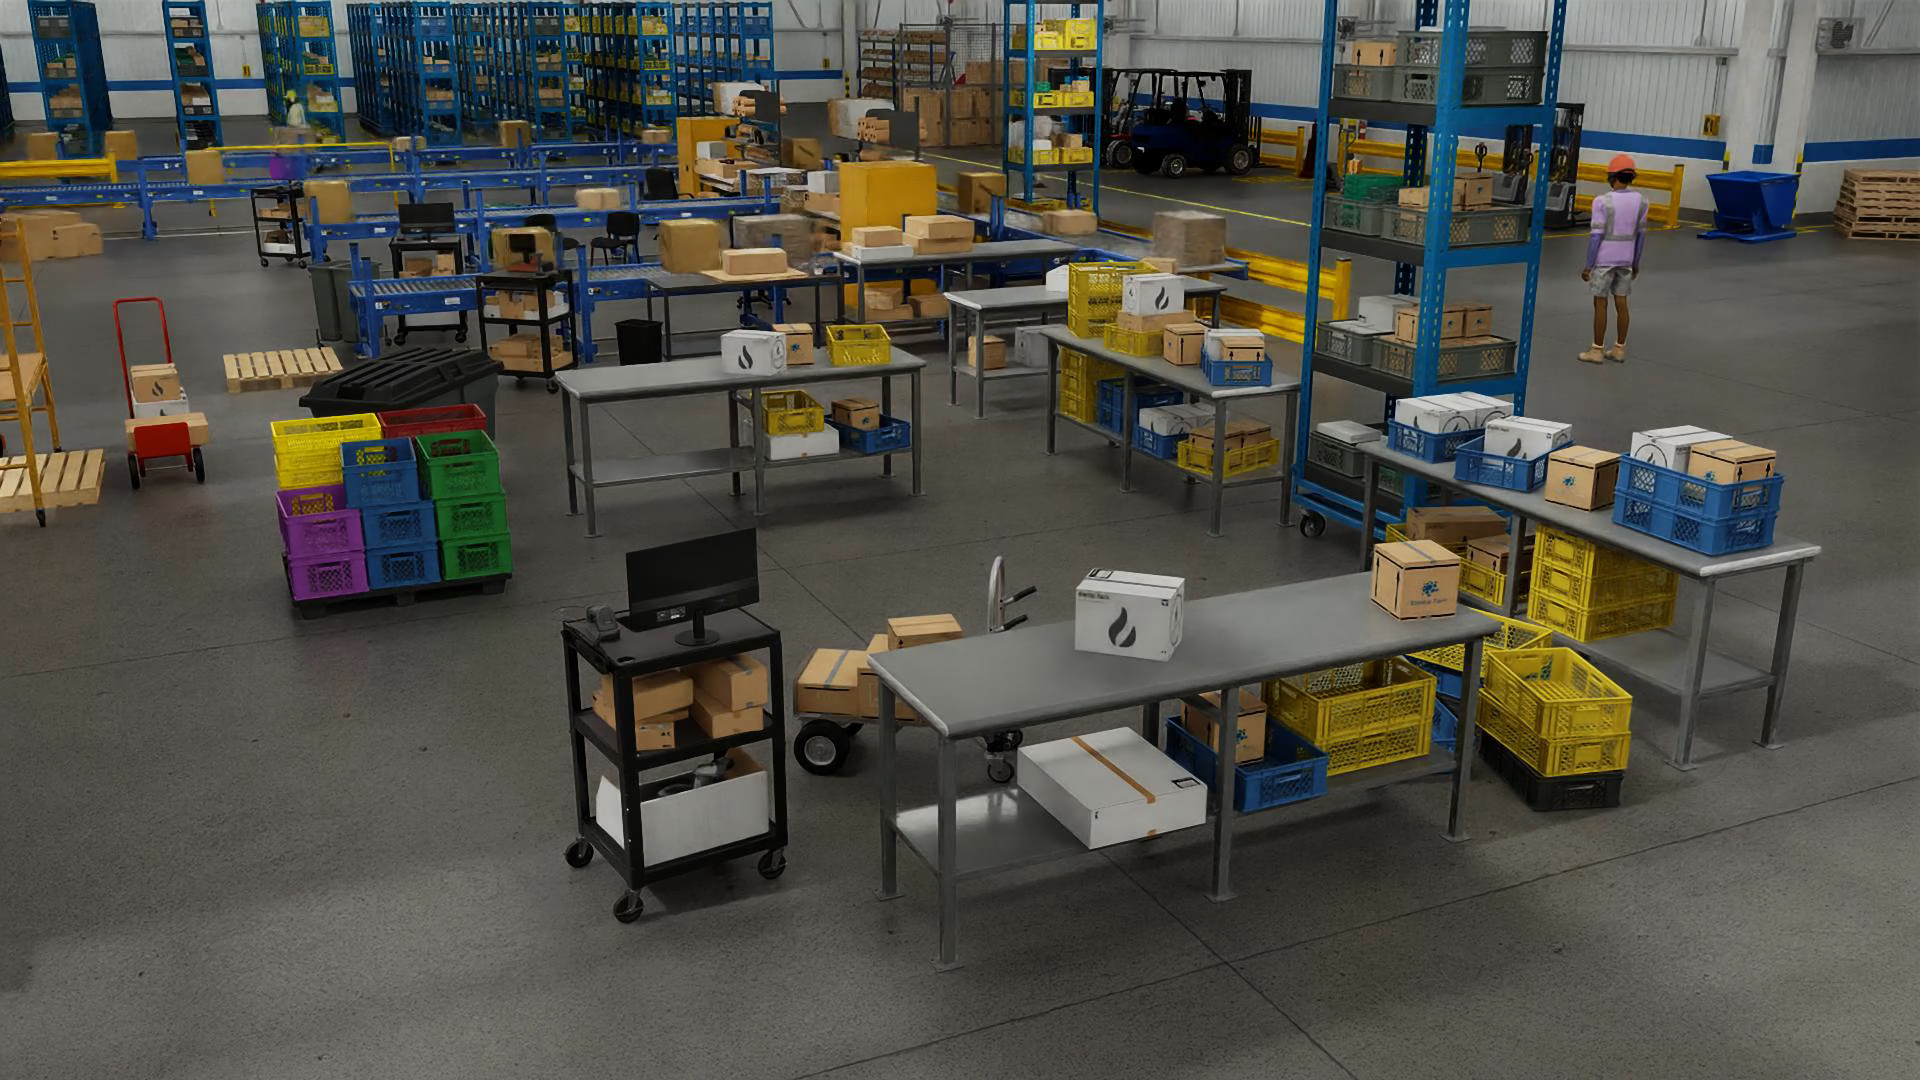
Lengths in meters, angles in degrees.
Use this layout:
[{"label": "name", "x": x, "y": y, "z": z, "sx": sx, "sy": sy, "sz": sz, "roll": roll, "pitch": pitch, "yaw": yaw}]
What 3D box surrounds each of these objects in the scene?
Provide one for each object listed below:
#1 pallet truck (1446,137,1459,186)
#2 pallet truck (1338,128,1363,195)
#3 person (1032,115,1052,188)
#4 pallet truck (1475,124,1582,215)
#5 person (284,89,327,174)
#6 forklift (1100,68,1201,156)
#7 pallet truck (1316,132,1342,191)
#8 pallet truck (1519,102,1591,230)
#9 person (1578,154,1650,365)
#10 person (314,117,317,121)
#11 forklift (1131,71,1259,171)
[{"label": "pallet truck", "x": 9.184, "y": -6.485, "z": 29.328, "sx": 1.630, "sy": 1.274, "sz": 0.653, "roll": -8, "pitch": 19, "yaw": -23}, {"label": "pallet truck", "x": 7.845, "y": -7.140, "z": 31.411, "sx": 1.522, "sy": 1.261, "sz": 0.704, "roll": -9, "pitch": 20, "yaw": -25}, {"label": "person", "x": 1.632, "y": -7.906, "z": 32.849, "sx": 0.422, "sy": 1.889, "sz": 0.668, "roll": 8, "pitch": 19, "yaw": 24}, {"label": "pallet truck", "x": 9.707, "y": -6.455, "z": 28.103, "sx": 1.885, "sy": 1.965, "sz": 0.823, "roll": -7, "pitch": 19, "yaw": -20}, {"label": "person", "x": -14.141, "y": -8.748, "z": 35.668, "sx": 0.911, "sy": 1.798, "sz": 0.601, "roll": -5, "pitch": 18, "yaw": -16}, {"label": "forklift", "x": 4.082, "y": -9.564, "z": 37.410, "sx": 2.680, "sy": 1.987, "sz": 1.157, "roll": -8, "pitch": 19, "yaw": -23}, {"label": "pallet truck", "x": 7.723, "y": -7.504, "z": 32.656, "sx": 1.601, "sy": 1.201, "sz": 0.680, "roll": -8, "pitch": 19, "yaw": -23}, {"label": "pallet truck", "x": 9.972, "y": -6.037, "z": 26.785, "sx": 1.885, "sy": 1.965, "sz": 0.823, "roll": -9, "pitch": 20, "yaw": -25}, {"label": "person", "x": 6.406, "y": -2.753, "z": 16.367, "sx": 0.611, "sy": 2.042, "sz": 0.394, "roll": -4, "pitch": 18, "yaw": -13}, {"label": "person", "x": -20.297, "y": -13.698, "z": 51.278, "sx": 0.603, "sy": 1.795, "sz": 0.815, "roll": 10, "pitch": 20, "yaw": 28}, {"label": "forklift", "x": 4.998, "y": -8.936, "z": 35.413, "sx": 2.680, "sy": 1.987, "sz": 1.157, "roll": -9, "pitch": 20, "yaw": -25}]
